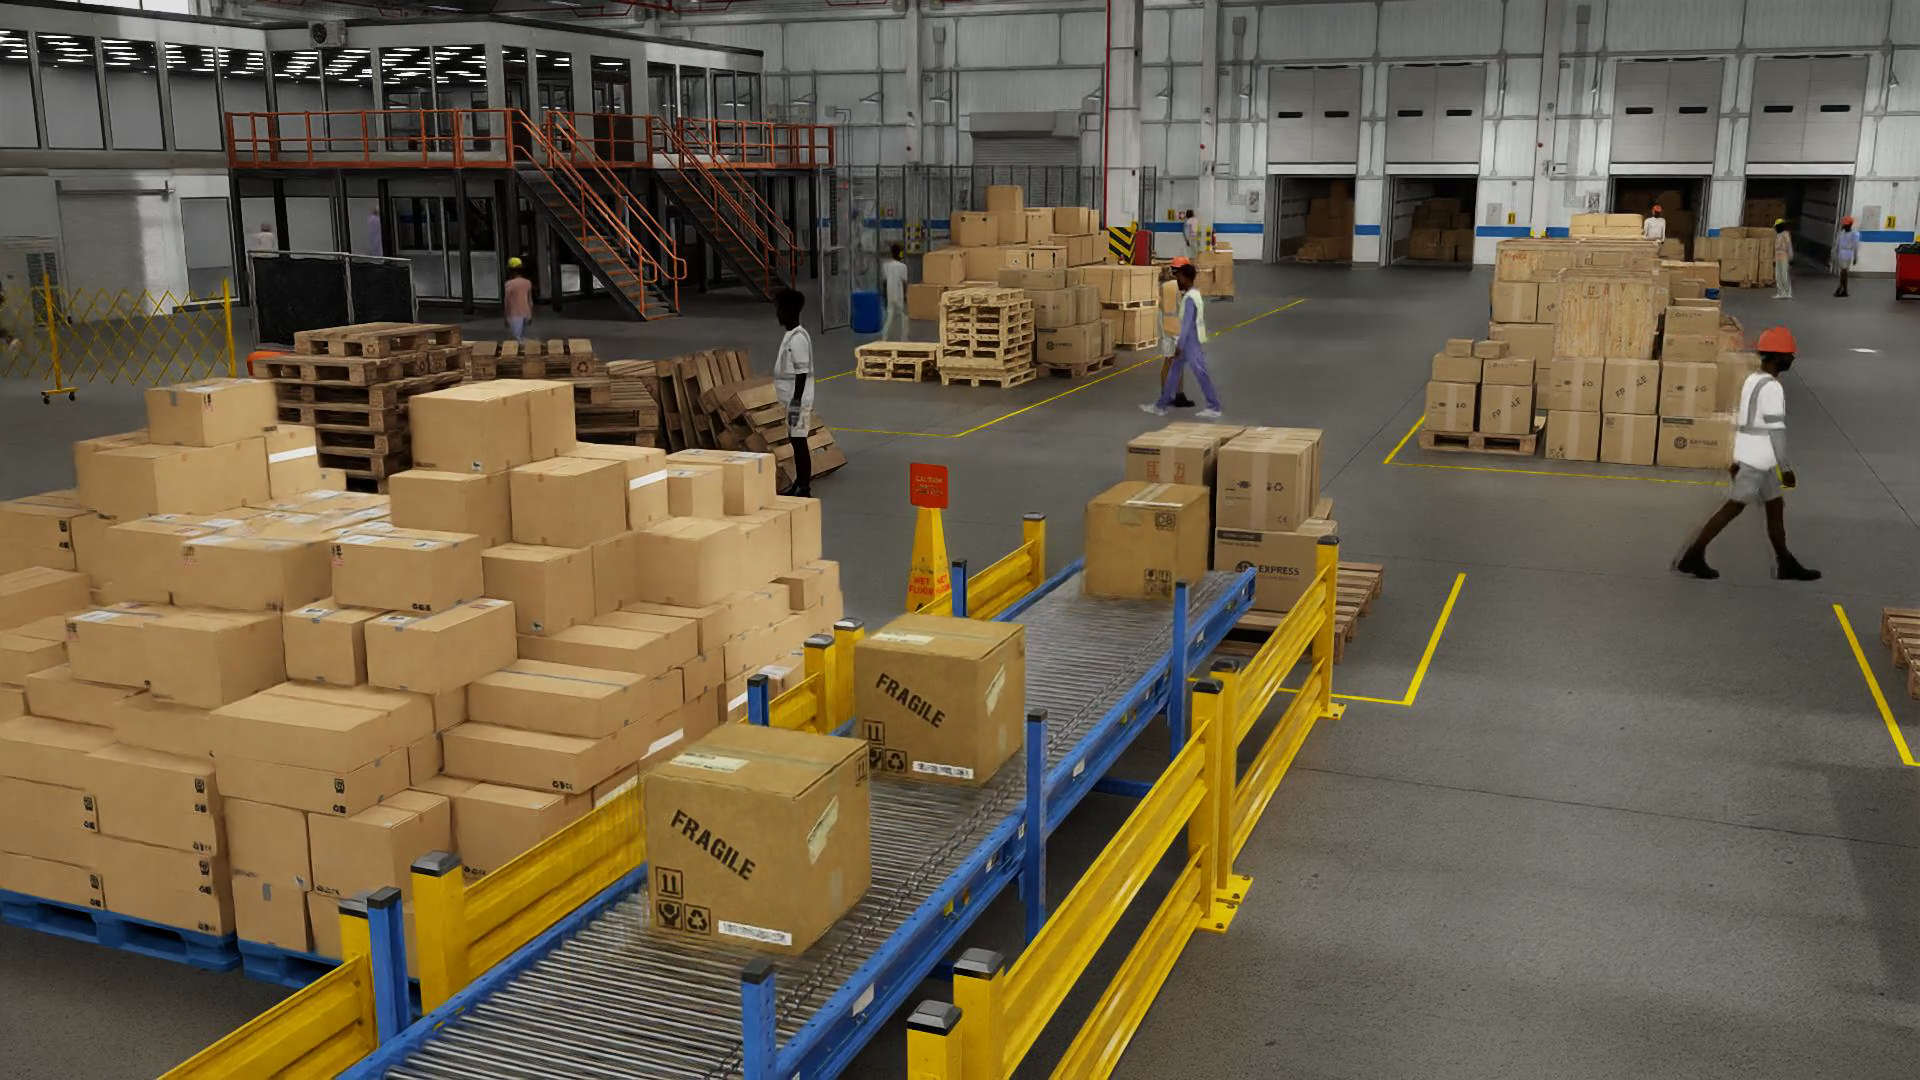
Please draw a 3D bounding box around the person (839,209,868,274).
[{"bbox_3d":[-3.079,-8.622,48.125,0.887,1.876,0.618,1,13,3],"label":"person"}]

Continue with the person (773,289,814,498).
[{"bbox_3d":[-1.494,-1.272,14.958,0.368,1.967,0.603,-2,13,-10],"label":"person"}]

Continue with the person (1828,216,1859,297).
[{"bbox_3d":[20.971,-6.723,39.566,0.887,1.901,0.571,-5,13,-21],"label":"person"}]

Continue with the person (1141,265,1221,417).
[{"bbox_3d":[2.766,-2.429,20.377,0.996,1.862,0.613,1,13,6],"label":"person"}]

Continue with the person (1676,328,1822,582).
[{"bbox_3d":[5.838,-0.614,12.209,1.007,1.893,0.552,3,13,15],"label":"person"}]

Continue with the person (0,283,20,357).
[{"bbox_3d":[-15.555,-3.834,26.766,0.538,1.827,0.529,-3,13,-11],"label":"person"}]

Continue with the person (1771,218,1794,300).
[{"bbox_3d":[19.294,-6.571,38.941,0.461,1.874,0.743,0,13,2],"label":"person"}]

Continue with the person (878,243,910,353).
[{"bbox_3d":[-1.069,-3.947,27.289,0.535,1.832,0.953,7,14,30],"label":"person"}]

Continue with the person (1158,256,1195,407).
[{"bbox_3d":[2.785,-2.666,21.300,0.372,1.928,0.543,-10,16,-37],"label":"person"}]

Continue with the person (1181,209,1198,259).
[{"bbox_3d":[7.106,-9.235,51.057,0.617,1.810,0.943,-12,17,-43],"label":"person"}]

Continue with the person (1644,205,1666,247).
[{"bbox_3d":[19.846,-8.554,47.559,0.622,1.991,0.389,1,13,3],"label":"person"}]

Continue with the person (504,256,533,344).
[{"bbox_3d":[-6.454,-3.302,24.549,0.654,1.751,0.523,7,15,30],"label":"person"}]
